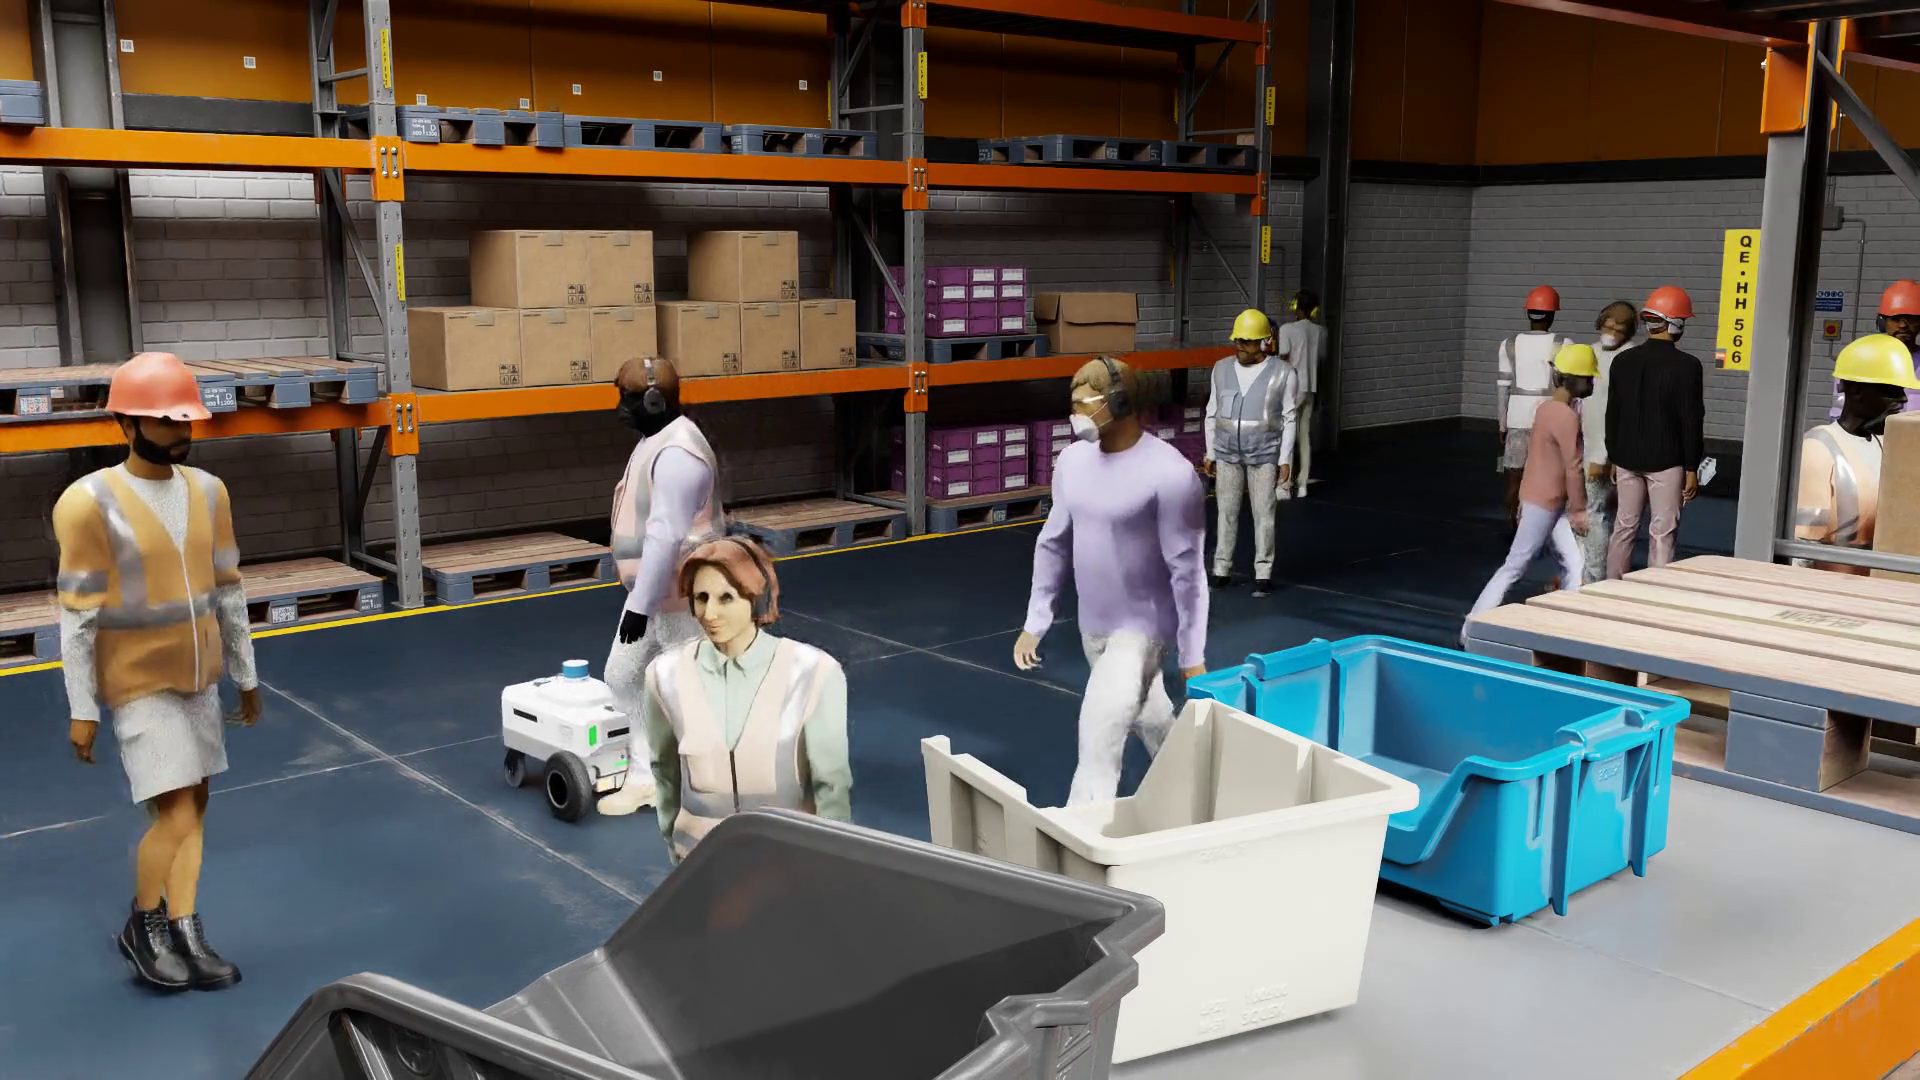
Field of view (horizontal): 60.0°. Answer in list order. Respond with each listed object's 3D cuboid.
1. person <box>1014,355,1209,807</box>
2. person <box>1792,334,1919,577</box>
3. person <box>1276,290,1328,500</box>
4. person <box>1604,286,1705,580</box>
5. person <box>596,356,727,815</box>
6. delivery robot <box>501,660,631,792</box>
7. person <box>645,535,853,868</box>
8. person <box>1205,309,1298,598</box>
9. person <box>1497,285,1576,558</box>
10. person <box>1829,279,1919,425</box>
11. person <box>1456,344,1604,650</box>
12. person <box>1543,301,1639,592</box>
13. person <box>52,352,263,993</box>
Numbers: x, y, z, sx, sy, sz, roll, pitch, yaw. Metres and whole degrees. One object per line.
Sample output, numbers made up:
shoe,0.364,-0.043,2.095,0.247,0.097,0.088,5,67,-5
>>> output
person,0.545,0.315,5.649,1.099,1.875,0.626,-7,12,-33
person,3.177,0.222,6.000,0.588,1.919,0.403,-7,12,-36
person,2.905,-1.273,14.640,0.754,1.826,0.334,-6,12,-31
person,3.976,-0.447,9.522,0.381,1.994,0.615,-6,12,-30
person,-1.176,0.216,6.326,0.651,1.817,0.622,-4,11,-22
delivery robot,-1.544,0.727,6.716,0.707,0.478,0.477,10,14,44
person,-0.483,0.769,3.873,0.508,1.583,0.907,2,10,8
person,1.824,-0.545,10.552,0.586,1.824,0.403,5,11,26
person,4.111,-0.840,11.878,0.542,1.939,0.363,7,12,33
person,4.969,-0.362,8.908,0.605,2.045,0.378,4,11,23
person,3.147,-0.198,8.922,0.915,1.706,0.524,2,10,9
person,4.008,-0.542,10.379,0.412,1.887,0.691,-1,10,-4
person,-2.320,0.414,4.898,0.401,1.923,0.578,4,11,22
